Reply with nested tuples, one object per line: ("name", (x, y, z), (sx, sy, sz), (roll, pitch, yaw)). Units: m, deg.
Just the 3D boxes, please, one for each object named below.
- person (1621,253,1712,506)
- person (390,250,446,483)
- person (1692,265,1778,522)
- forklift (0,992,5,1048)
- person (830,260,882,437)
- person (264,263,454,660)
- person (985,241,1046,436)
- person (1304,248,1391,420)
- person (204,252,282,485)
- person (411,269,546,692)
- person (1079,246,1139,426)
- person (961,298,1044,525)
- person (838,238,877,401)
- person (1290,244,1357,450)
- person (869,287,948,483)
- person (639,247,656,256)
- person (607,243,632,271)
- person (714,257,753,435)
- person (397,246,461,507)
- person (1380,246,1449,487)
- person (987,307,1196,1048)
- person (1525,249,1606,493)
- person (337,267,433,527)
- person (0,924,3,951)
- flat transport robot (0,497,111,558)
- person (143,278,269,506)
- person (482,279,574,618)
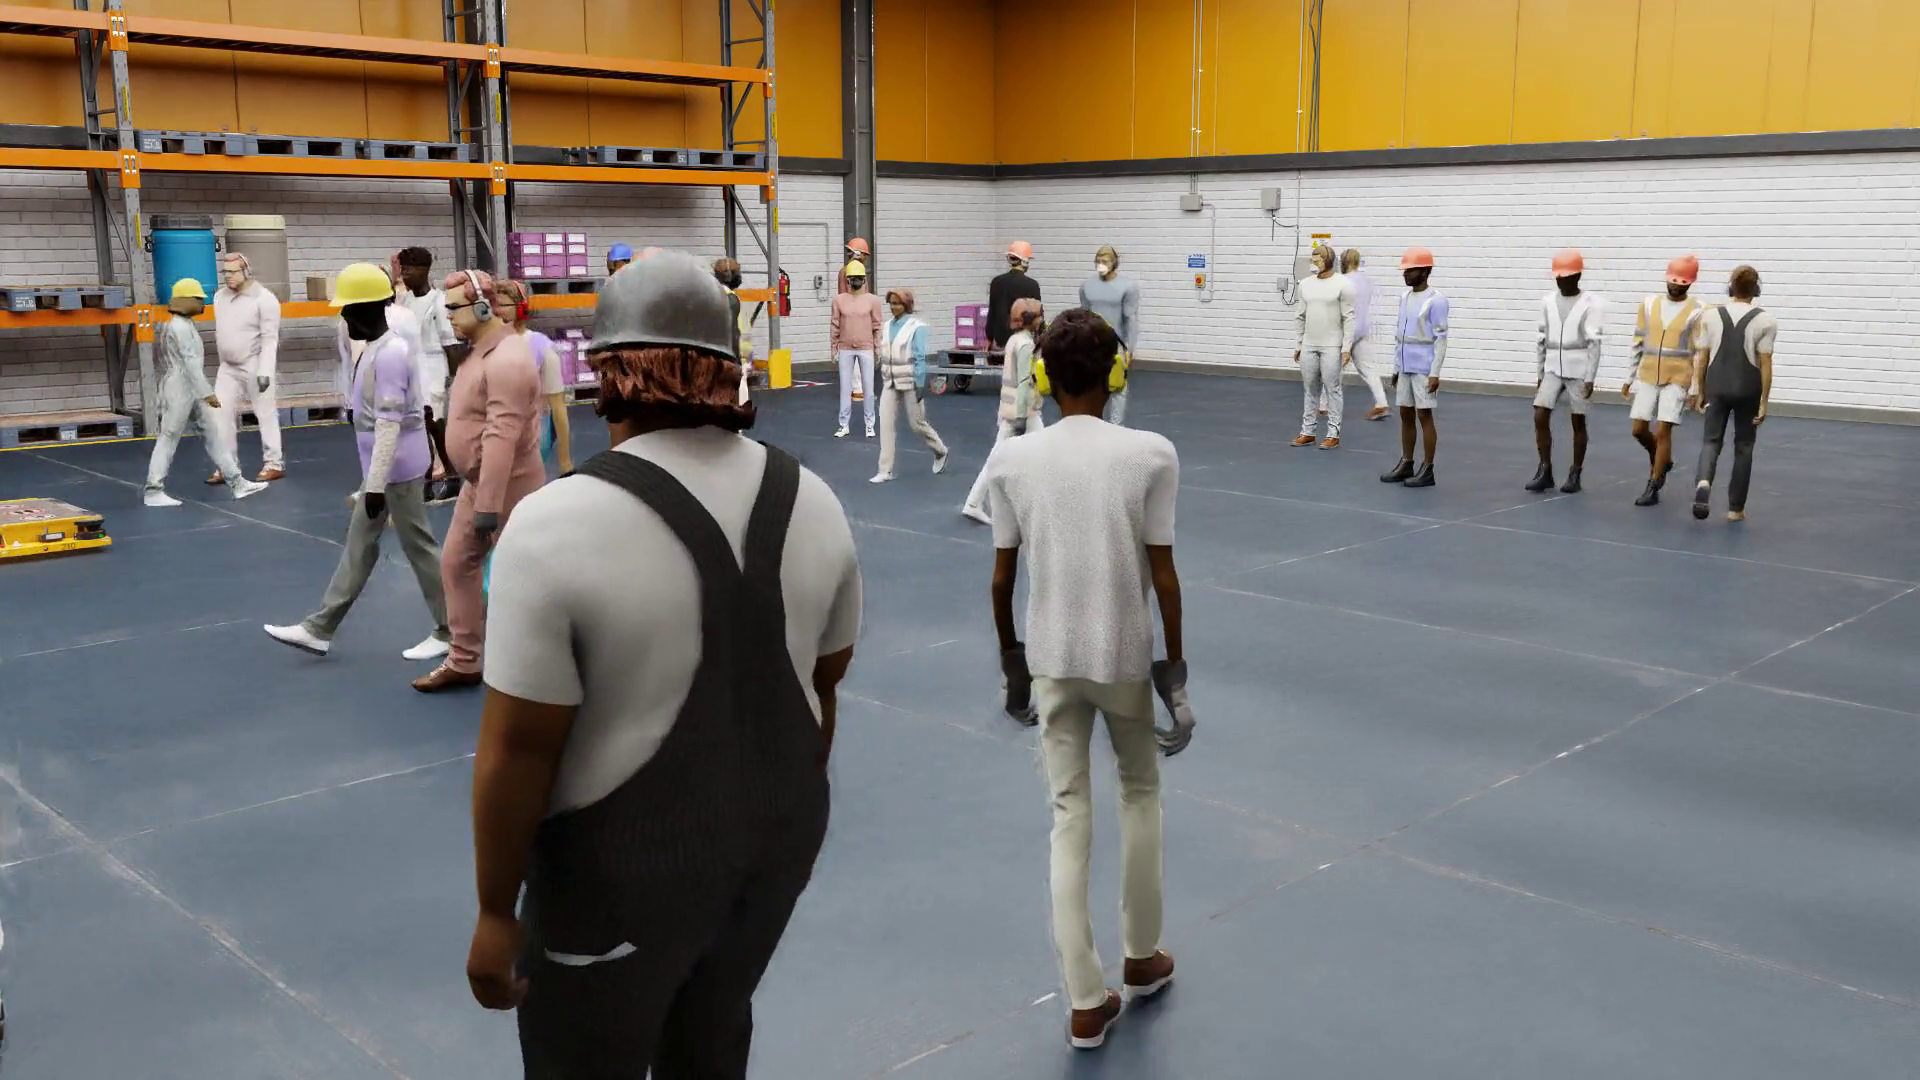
("person", (5.305, -1.200, 12.487), (0.626, 1.896, 0.622), (10, 14, 44))
("person", (-4.494, -1.411, 13.617), (0.643, 1.905, 0.400), (0, 10, 0))
("person", (5.381, -1.001, 11.603), (0.511, 1.824, 0.669), (7, 13, 34))
("forklift", (-3.245, 0.323, 3.363), (2.313, 2.155, 1.214), (2, 11, 13))
("person", (-1.043, -1.910, 16.698), (0.533, 1.772, 0.298), (1, 10, 6))
("person", (-2.798, -0.331, 7.772), (0.957, 1.882, 0.605), (-5, 12, -27))
("person", (0.655, -2.055, 16.976), (0.665, 1.950, 0.956), (10, 14, 43))
("person", (4.319, -2.251, 18.265), (0.643, 1.891, 1.054), (-9, 14, -41))
("person", (-5.846, -1.371, 13.453), (0.667, 1.873, 0.800), (3, 11, 18))
("person", (-2.089, -0.215, 7.171), (0.795, 1.870, 0.660), (-5, 12, -27))
("person", (1.328, -1.795, 15.666), (0.655, 1.914, 0.803), (6, 12, 29))
("person", (0.405, -0.885, 11.576), (0.844, 1.599, 0.528), (-2, 11, -10))
("person", (-1.277, -2.705, 20.447), (0.393, 1.985, 0.611), (-6, 12, -30))
("person", (3.446, -1.828, 15.796), (0.350, 1.935, 0.635), (-10, 15, -44))
("person", (-0.418, -1.289, 13.774), (0.516, 1.608, 0.775), (9, 14, 41))
("person", (-2.559, -1.496, 14.026), (0.547, 1.921, 0.432), (-6, 12, -28))
("person", (-3.743, -2.348, 18.620), (0.631, 1.930, 0.444), (10, 14, 42))
("person", (-2.122, -1.612, 14.912), (0.607, 1.830, 0.641), (-4, 11, -19))
("person", (-4.048, -1.201, 12.382), (0.780, 1.938, 0.633), (-10, 14, -44))
("person", (3.666, -1.394, 13.426), (0.373, 1.934, 0.551), (-4, 11, -23))
("person", (0.353, 0.330, 4.287), (0.544, 1.837, 0.706), (3, 11, 14))
("person", (4.723, -1.297, 12.979), (0.675, 1.903, 0.572), (-10, 14, -44))
("person", (-3.947, -0.942, 11.300), (0.620, 1.815, 0.748), (5, 11, 23))
("person", (-1.741, 0.690, 2.640), (0.472, 1.733, 0.544), (-9, 14, -39))
("flat transport robot", (-6.170, -0.100, 10.916), (0.652, 0.197, 1.431), (-10, 15, -44))
("person", (-5.750, -1.103, 12.488), (0.879, 1.700, 0.499), (-3, 11, -14))
("person", (-2.380, -0.513, 9.031), (0.580, 1.801, 1.004), (8, 13, 38))
